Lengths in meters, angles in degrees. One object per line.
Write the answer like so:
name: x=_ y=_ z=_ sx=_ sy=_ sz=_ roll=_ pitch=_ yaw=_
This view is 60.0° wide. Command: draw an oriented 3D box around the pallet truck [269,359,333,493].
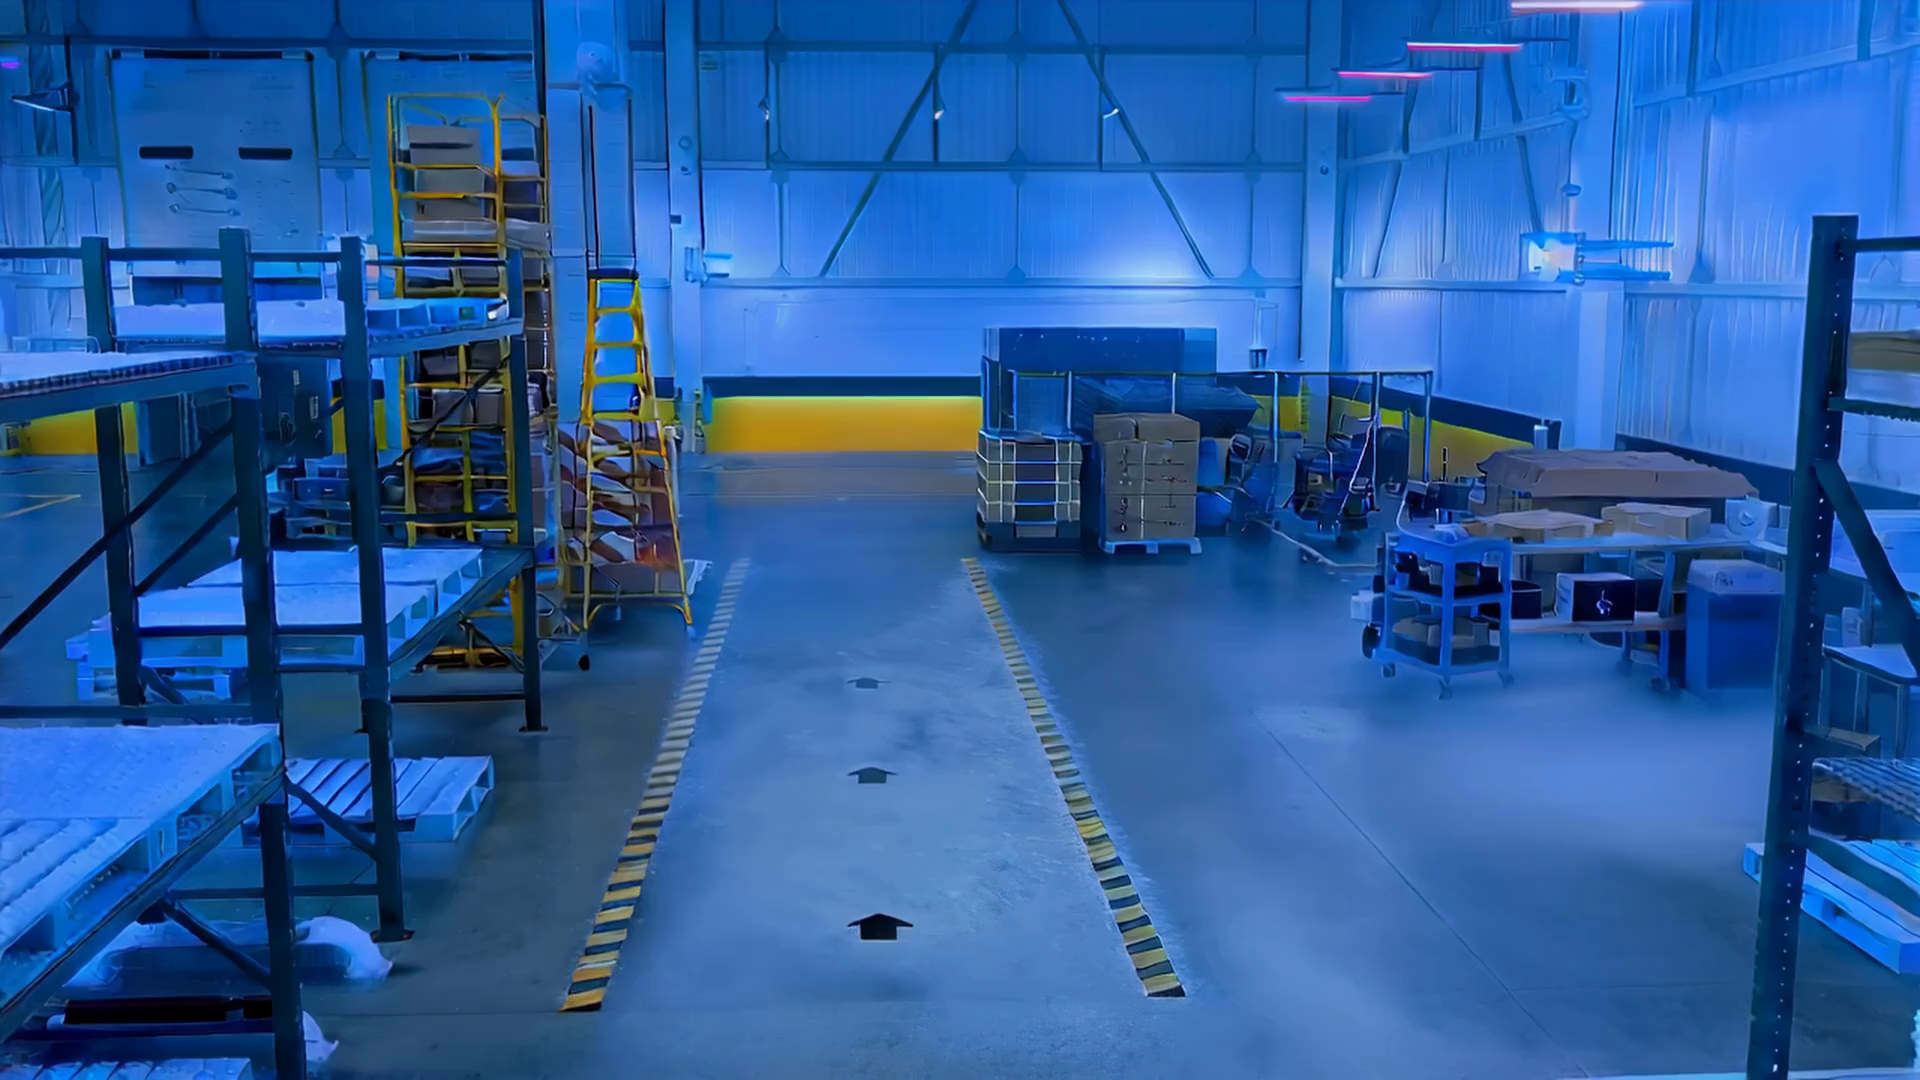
pallet truck: x=-7.062 y=-1.131 z=18.996 sx=1.885 sy=1.965 sz=0.823 roll=2 pitch=9 yaw=13
